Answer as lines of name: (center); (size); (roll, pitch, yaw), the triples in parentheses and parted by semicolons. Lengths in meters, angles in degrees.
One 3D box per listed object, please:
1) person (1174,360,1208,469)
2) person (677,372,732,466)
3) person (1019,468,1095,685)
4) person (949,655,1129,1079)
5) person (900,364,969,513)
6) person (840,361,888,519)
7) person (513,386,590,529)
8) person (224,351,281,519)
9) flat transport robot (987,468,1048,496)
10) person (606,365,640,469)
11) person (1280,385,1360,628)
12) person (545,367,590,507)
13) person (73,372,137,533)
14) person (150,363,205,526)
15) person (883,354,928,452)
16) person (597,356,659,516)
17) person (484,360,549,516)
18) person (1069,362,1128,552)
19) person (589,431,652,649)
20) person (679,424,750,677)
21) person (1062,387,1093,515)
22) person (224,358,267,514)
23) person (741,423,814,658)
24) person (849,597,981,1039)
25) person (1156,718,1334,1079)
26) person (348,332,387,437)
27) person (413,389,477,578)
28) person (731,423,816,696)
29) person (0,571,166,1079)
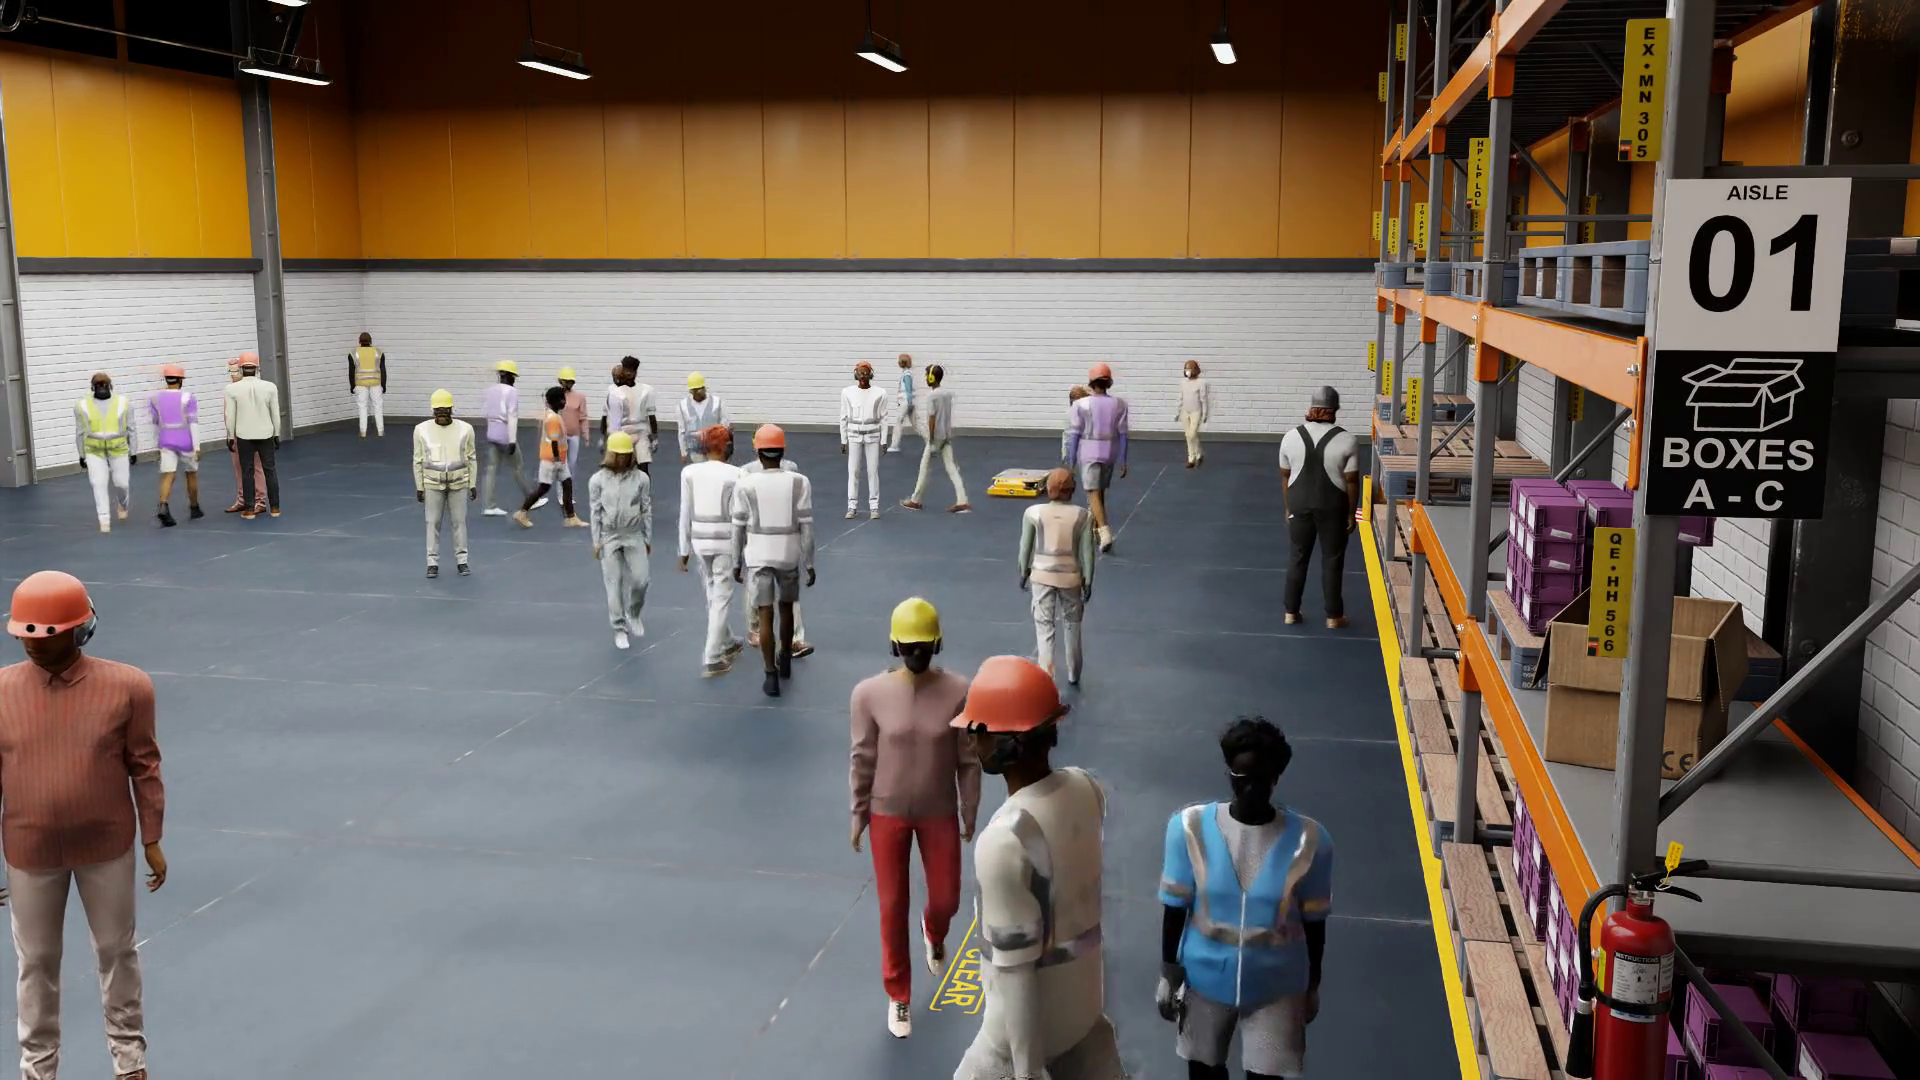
person: (3.426, -1.850, 24.628); (0.378, 1.622, 0.500); (-8, 12, -40)
person: (-2.988, -1.081, 19.483); (0.623, 1.801, 0.545); (0, 9, -1)
person: (0.681, 0.295, 11.758); (0.533, 1.605, 0.809); (0, 9, 3)
person: (0.295, 1.313, 4.589); (1.110, 2.003, 0.617); (7, 12, 36)
person: (-0.282, -1.237, 20.353); (0.984, 1.823, 0.518); (8, 12, 39)
person: (-1.146, -1.187, 19.845); (0.572, 1.883, 0.356); (0, 9, 0)
person: (-4.724, -0.937, 19.026); (0.830, 1.663, 0.529); (-1, 9, -7)
person: (-8.449, -1.252, 19.893); (0.612, 1.995, 0.392); (-6, 11, -31)
flat transport robot: (0.842, -0.783, 22.254); (0.652, 0.197, 1.431); (2, 10, 14)
person: (-4.013, -1.175, 19.906); (0.430, 1.840, 0.620); (4, 10, 25)
person: (3.044, -0.293, 13.977); (0.675, 2.000, 0.535); (5, 11, 28)
person: (-4.917, -1.300, 20.902); (0.543, 1.746, 0.576); (-6, 11, -34)
person: (-9.760, -1.018, 19.035); (0.631, 1.827, 0.653); (-5, 11, -26)
person: (-9.197, -1.126, 19.476); (0.546, 1.898, 0.961); (-1, 9, -6)
person: (-0.803, -2.215, 26.867); (0.820, 1.606, 0.507); (0, 9, 2)
person: (-3.978, -1.231, 19.883); (0.731, 1.953, 0.407); (-1, 9, -7)
person: (-5.459, -1.245, 20.222); (0.617, 1.868, 0.950); (7, 12, 36)
person: (1.489, -0.889, 17.697); (0.618, 2.005, 1.003); (-3, 10, -15)
person: (-2.679, -0.003, 13.188); (0.483, 1.732, 0.387); (-3, 10, -20)
person: (-1.736, 0.051, 12.473); (0.592, 1.849, 0.849); (4, 10, 22)
person: (1.480, -1.029, 19.746); (0.516, 1.583, 0.637); (5, 11, 28)
person: (-8.721, -1.261, 20.234); (0.639, 1.903, 0.409); (5, 11, 29)
person: (-1.459, 0.000, 12.889); (0.514, 1.815, 0.983); (-4, 10, -25)
person: (-0.182, 1.068, 6.670); (0.531, 1.755, 0.505); (-1, 9, -6)
person: (0.892, 1.346, 5.219); (0.533, 1.673, 0.773); (3, 10, 15)
person: (-10.438, -2.740, 29.319); (0.634, 1.841, 0.429); (-4, 10, -25)
person: (-4.990, -0.552, 16.160); (0.591, 1.833, 0.404); (-3, 10, -20)
person: (-1.357, 0.113, 11.949); (0.575, 1.900, 0.866); (-2, 10, -13)
person: (-3.131, 1.081, 5.857); (0.609, 1.988, 0.392); (-4, 10, -23)
